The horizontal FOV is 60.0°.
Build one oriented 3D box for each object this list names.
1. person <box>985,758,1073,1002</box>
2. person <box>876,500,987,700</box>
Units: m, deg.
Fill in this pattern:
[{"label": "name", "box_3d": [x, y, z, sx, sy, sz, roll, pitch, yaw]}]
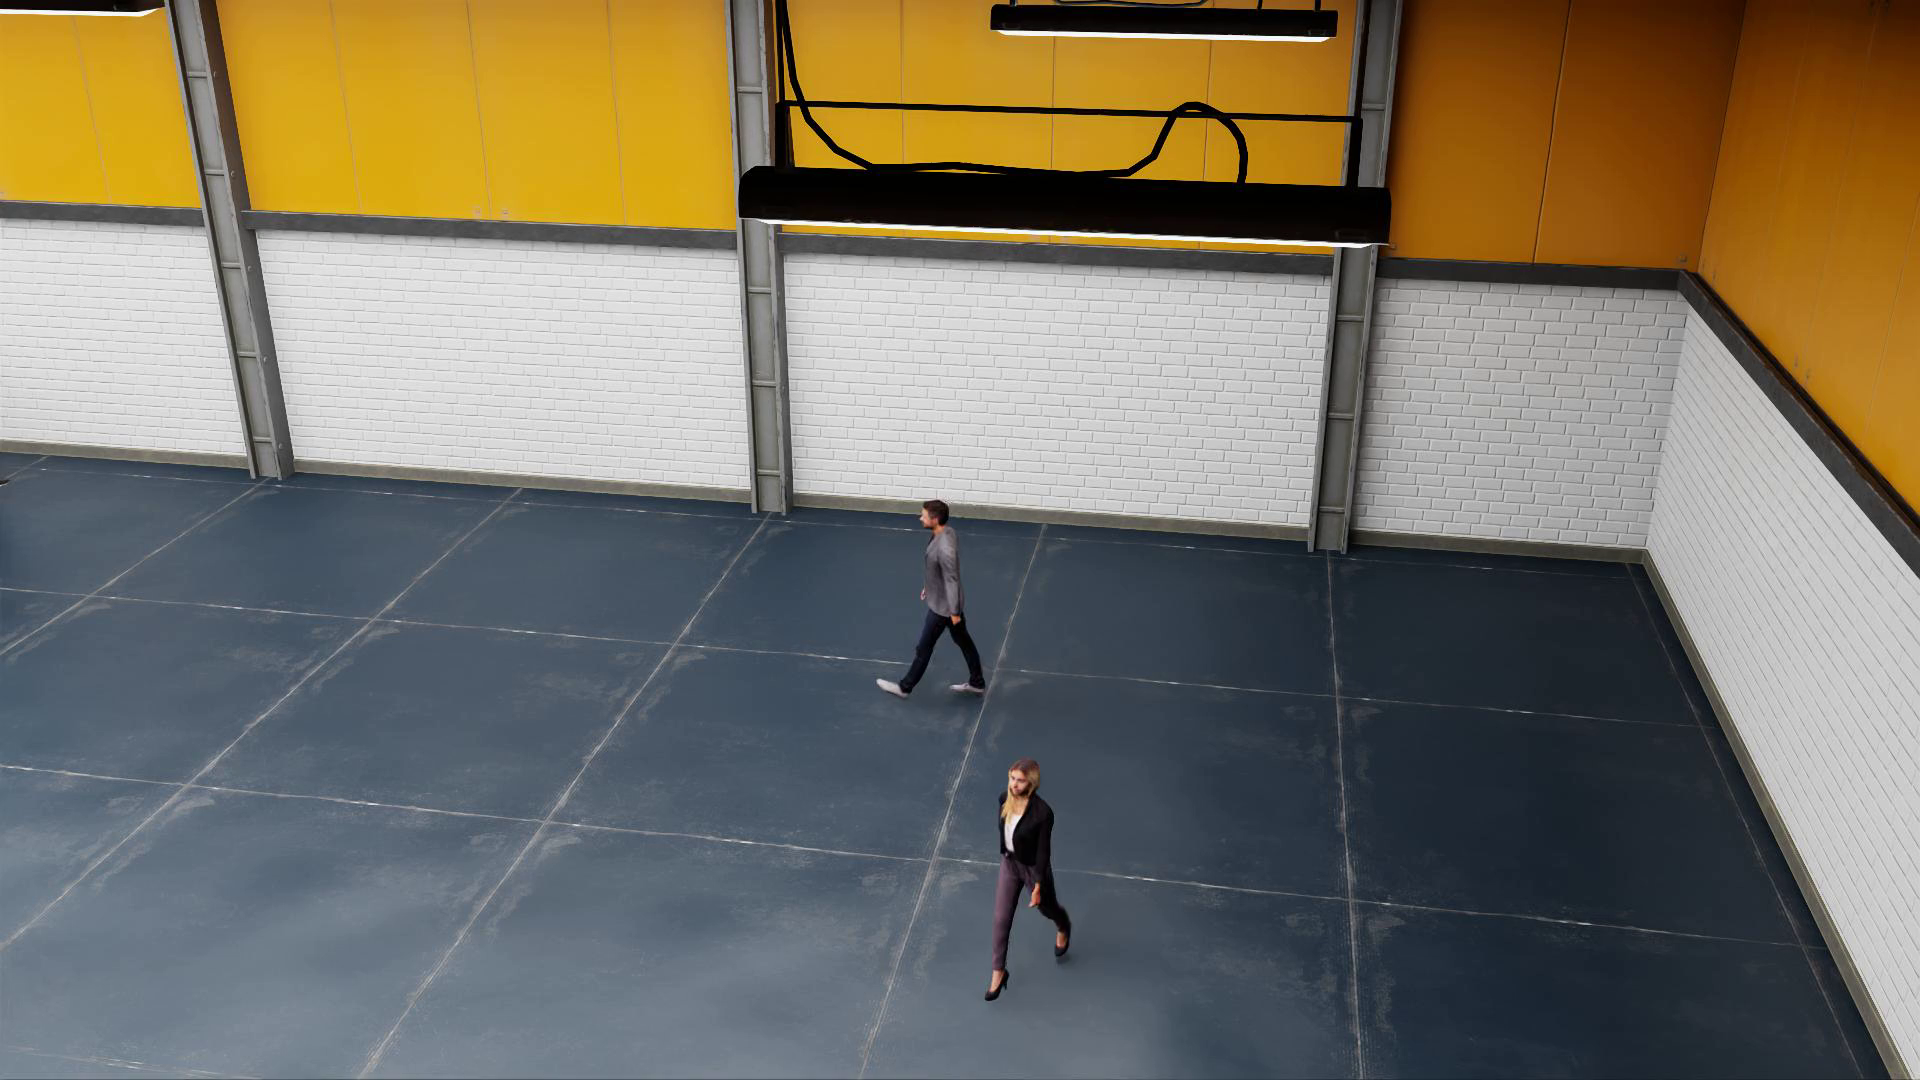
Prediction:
[{"label": "person", "box_3d": [0.496, 2.125, 10.676, 1.084, 1.625, 0.987, 18, 29, 35]}, {"label": "person", "box_3d": [-0.030, 0.546, 14.052, 1.170, 1.814, 0.765, 1, 24, 3]}]
